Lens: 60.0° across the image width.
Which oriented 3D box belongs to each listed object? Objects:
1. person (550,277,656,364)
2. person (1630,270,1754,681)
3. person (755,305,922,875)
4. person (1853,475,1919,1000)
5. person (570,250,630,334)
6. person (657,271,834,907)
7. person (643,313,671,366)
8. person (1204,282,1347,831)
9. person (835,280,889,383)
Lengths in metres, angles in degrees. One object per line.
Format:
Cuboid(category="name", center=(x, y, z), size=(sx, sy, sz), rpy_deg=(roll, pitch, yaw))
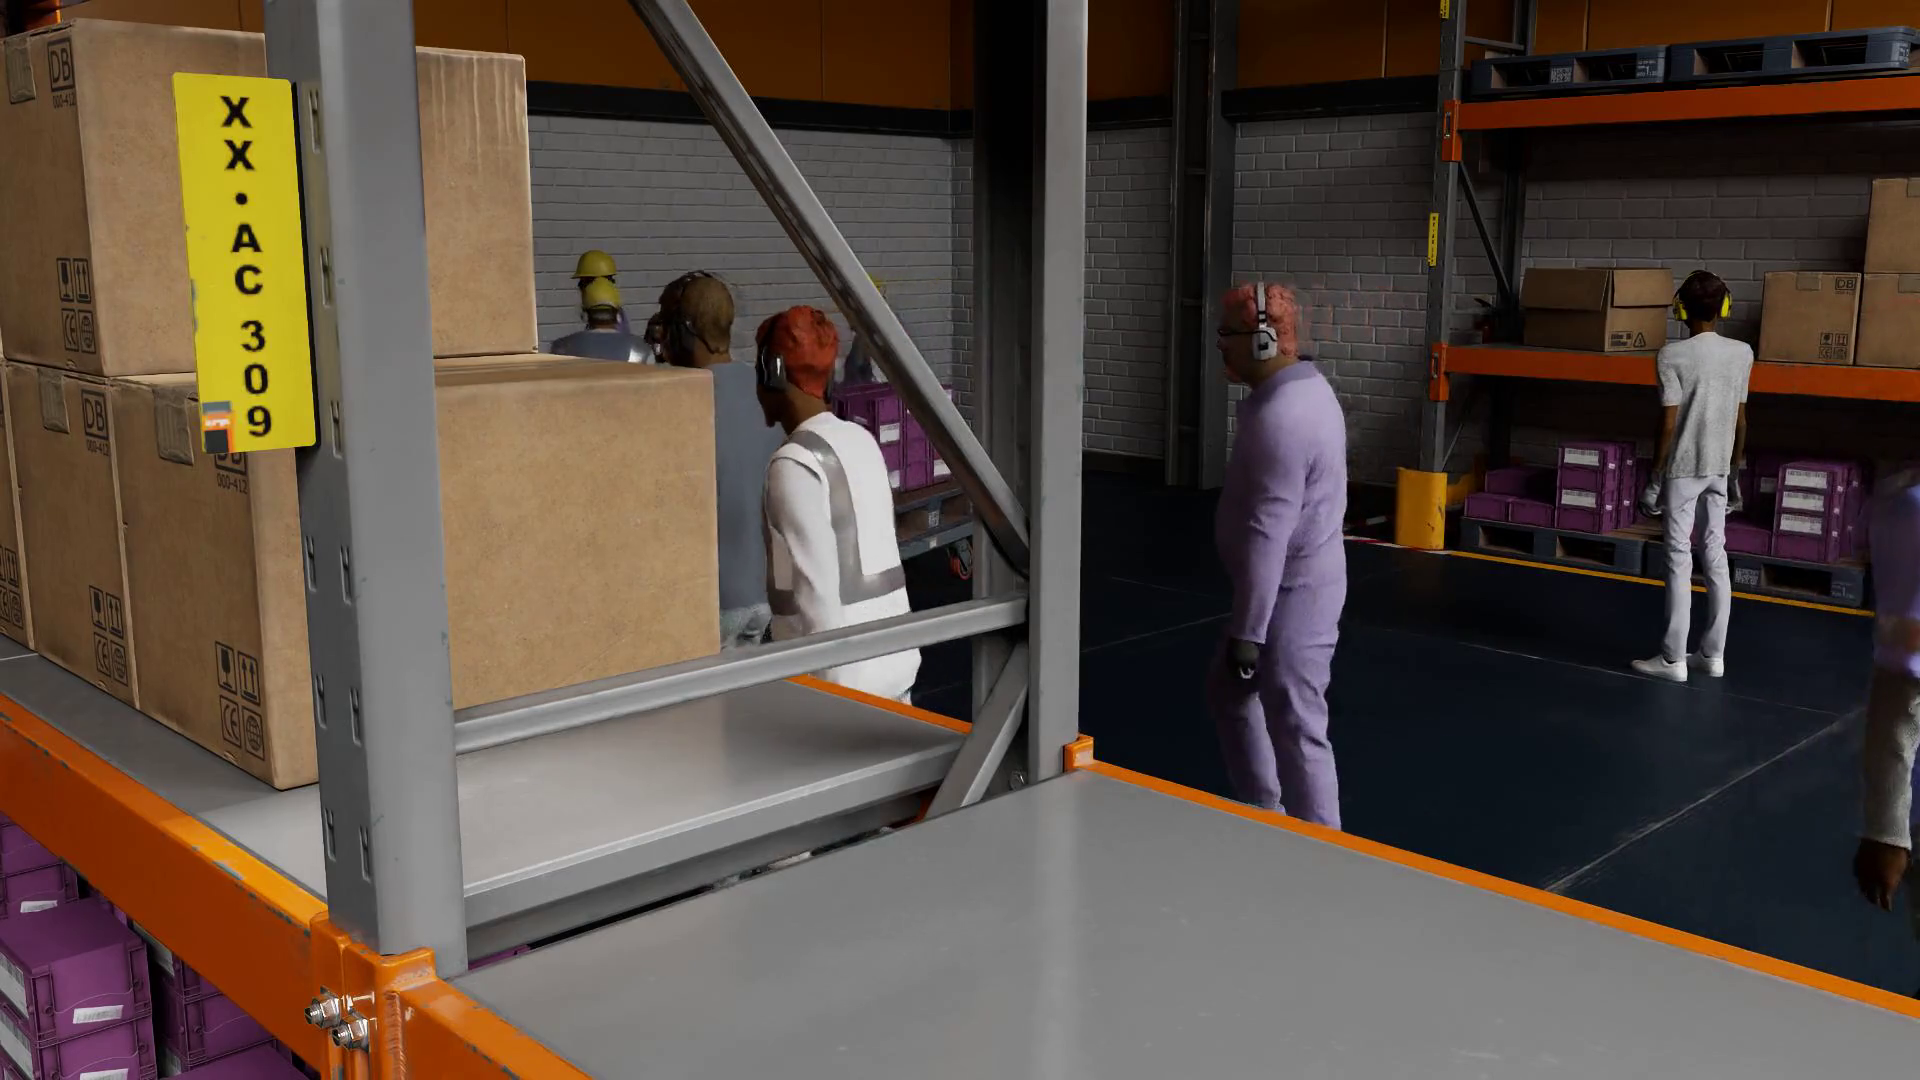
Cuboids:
Cuboid(category="person", center=(-2.003, -0.569, 9.336), size=(0.602, 1.786, 0.926), rpy_deg=(-3, 11, -15))
Cuboid(category="person", center=(3.328, -0.284, 7.578), size=(0.517, 1.865, 0.334), rpy_deg=(-3, 11, -16))
Cuboid(category="person", center=(-0.319, 0.349, 4.150), size=(0.825, 1.844, 0.597), rpy_deg=(4, 11, 21))
Cuboid(category="person", center=(1.957, 0.490, 3.194), size=(0.581, 1.921, 0.397), rpy_deg=(-7, 12, -33))
Cuboid(category="person", center=(-2.294, -0.892, 10.717), size=(0.369, 1.925, 0.594), rpy_deg=(-3, 11, -15))
Cuboid(category="person", center=(-0.689, 0.186, 4.850), size=(0.487, 1.922, 0.648), rpy_deg=(6, 12, 30))
Cuboid(category="person", center=(-1.674, -0.484, 9.419), size=(0.493, 1.592, 0.821), rpy_deg=(3, 11, 14))
Cuboid(category="person", center=(0.915, 0.181, 4.993), size=(0.638, 1.877, 0.665), rpy_deg=(3, 11, 15))
Cuboid(category="person", center=(-0.618, -0.778, 10.497), size=(0.793, 1.776, 0.658), rpy_deg=(-2, 11, -10))
